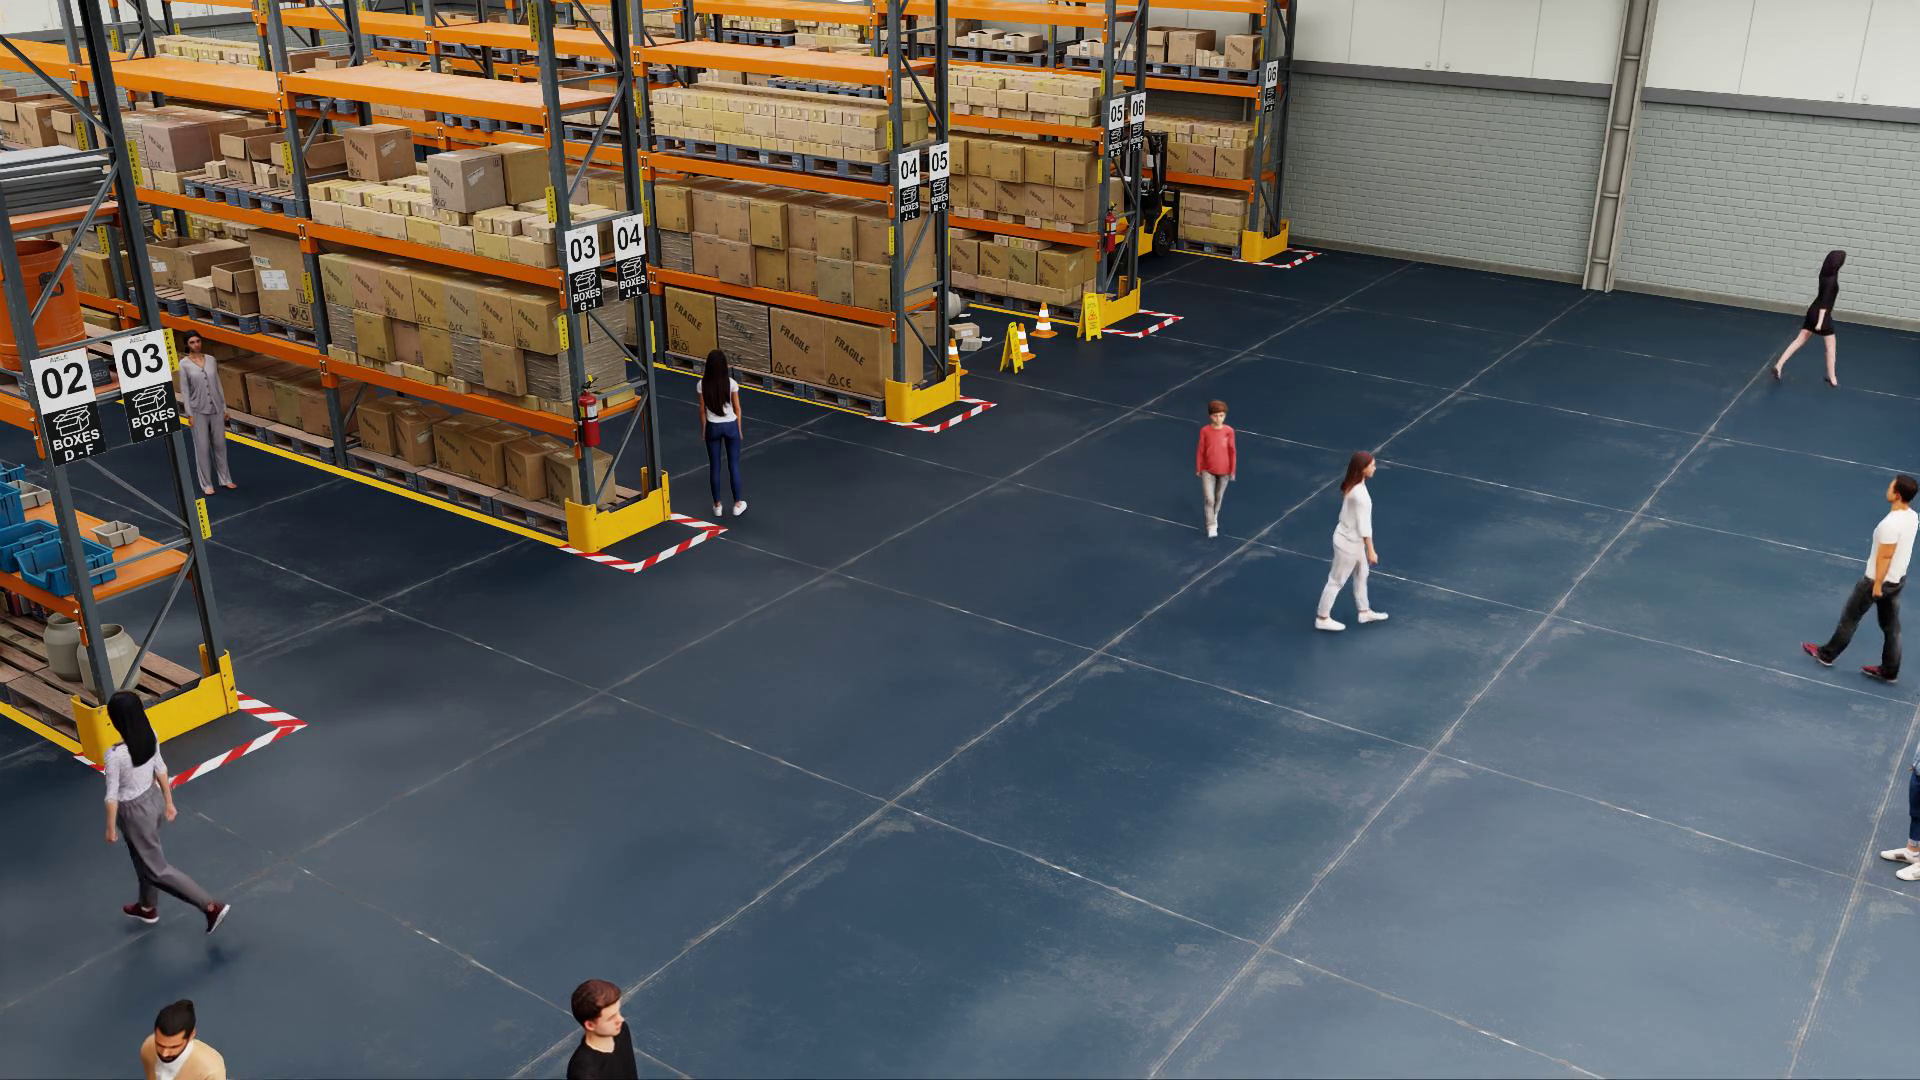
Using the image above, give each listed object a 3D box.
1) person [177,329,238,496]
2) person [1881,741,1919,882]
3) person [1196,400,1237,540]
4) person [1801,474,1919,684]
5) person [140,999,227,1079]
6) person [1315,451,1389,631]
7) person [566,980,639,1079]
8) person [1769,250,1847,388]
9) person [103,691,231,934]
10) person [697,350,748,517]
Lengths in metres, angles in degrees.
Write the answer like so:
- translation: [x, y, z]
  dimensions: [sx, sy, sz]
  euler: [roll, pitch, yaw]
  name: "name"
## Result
- translation: [-8.066, -1.381, 17.756]
  dimensions: [0.559, 1.774, 0.608]
  euler: [19, 29, 37]
  name: "person"
- translation: [6.534, 1.590, 11.153]
  dimensions: [0.649, 1.475, 0.644]
  euler: [2, 23, 5]
  name: "person"
- translation: [2.571, -0.732, 16.732]
  dimensions: [0.926, 1.382, 0.908]
  euler: [0, 23, 0]
  name: "person"
- translation: [7.691, 0.349, 13.684]
  dimensions: [0.851, 1.777, 1.072]
  euler: [-16, 28, -33]
  name: "person"
- translation: [-3.556, 2.840, 7.894]
  dimensions: [0.626, 1.725, 0.802]
  euler: [13, 26, 29]
  name: "person"
- translation: [3.334, 0.033, 14.573]
  dimensions: [0.998, 1.664, 0.863]
  euler: [3, 23, 7]
  name: "person"
- translation: [-1.631, 2.822, 7.762]
  dimensions: [0.766, 1.862, 0.762]
  euler: [2, 23, 4]
  name: "person"
- translation: [10.767, -2.777, 21.059]
  dimensions: [1.182, 1.760, 0.948]
  euler: [3, 23, 7]
  name: "person"
- translation: [-5.063, 1.760, 10.461]
  dimensions: [1.173, 1.704, 0.884]
  euler: [5, 24, 11]
  name: "person"
- translation: [-2.445, -1.102, 17.099]
  dimensions: [0.635, 1.775, 0.729]
  euler: [0, 23, 0]
  name: "person"
